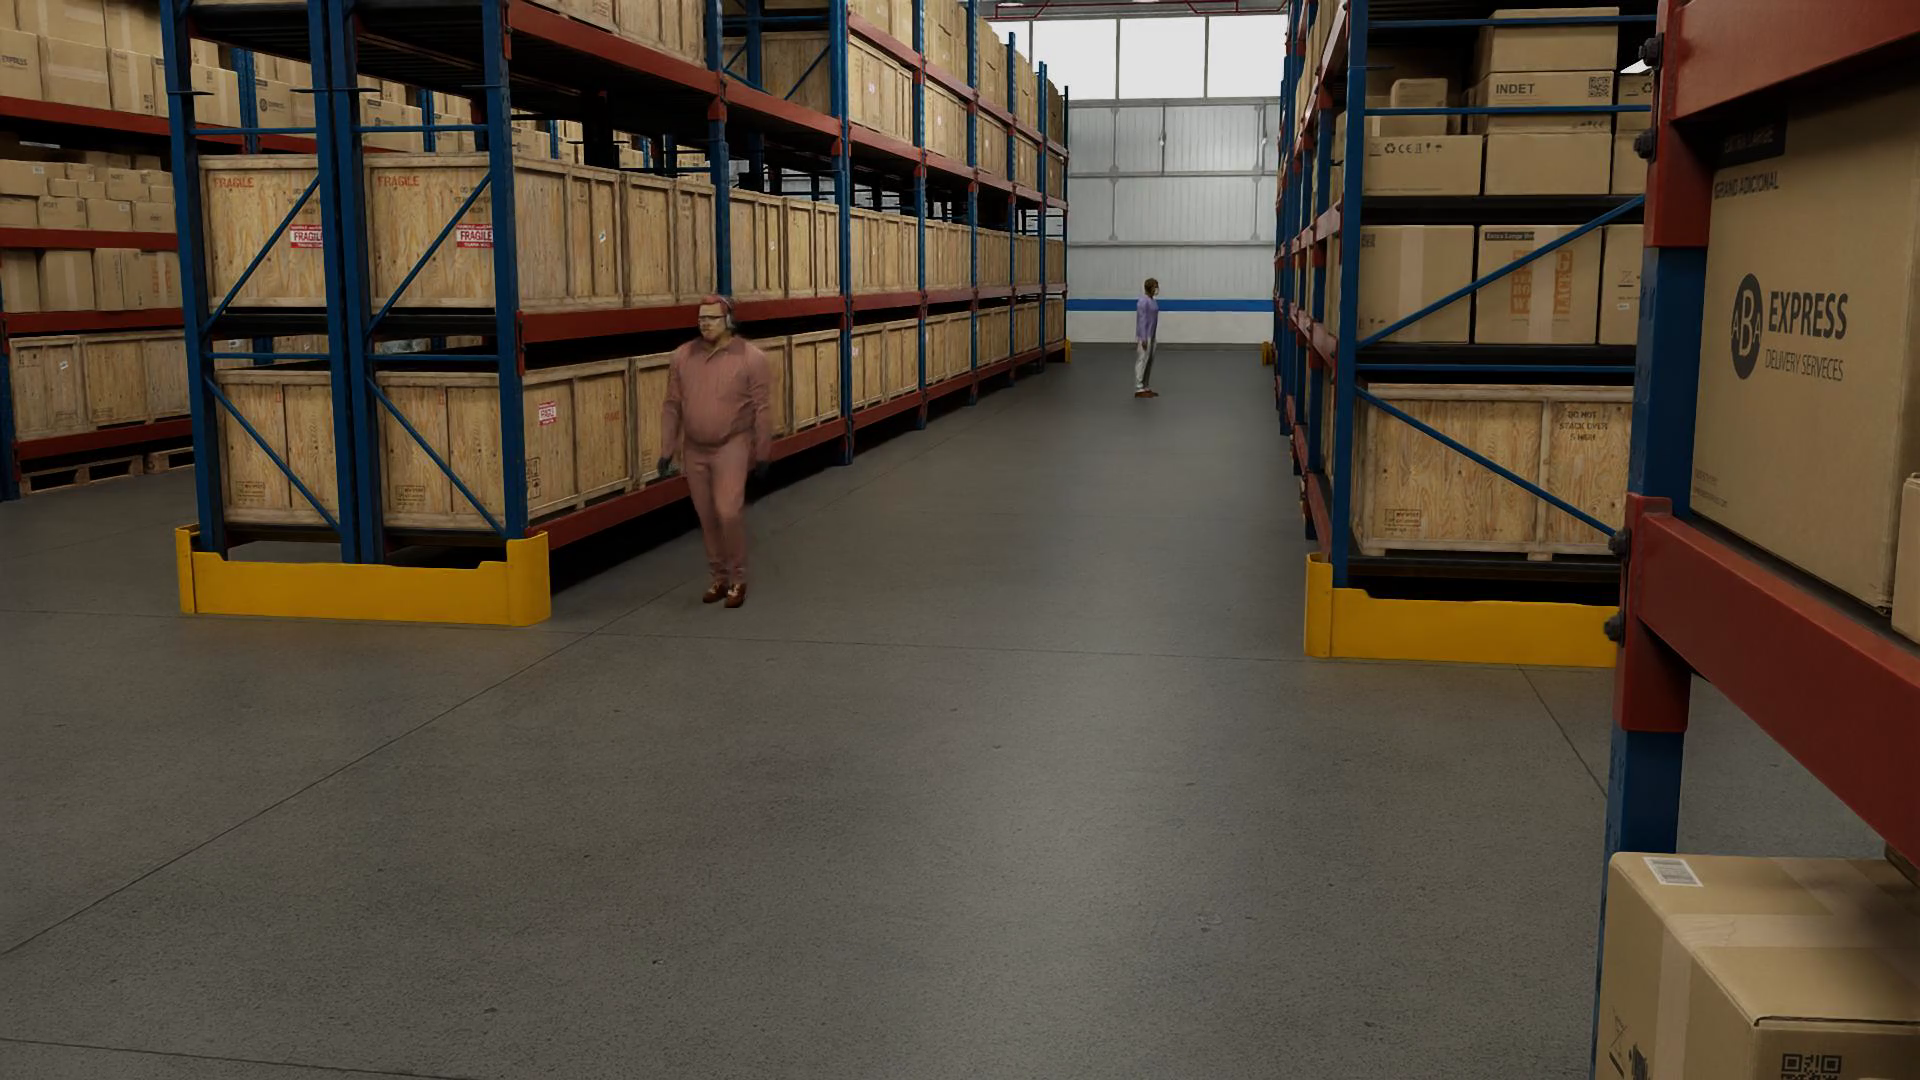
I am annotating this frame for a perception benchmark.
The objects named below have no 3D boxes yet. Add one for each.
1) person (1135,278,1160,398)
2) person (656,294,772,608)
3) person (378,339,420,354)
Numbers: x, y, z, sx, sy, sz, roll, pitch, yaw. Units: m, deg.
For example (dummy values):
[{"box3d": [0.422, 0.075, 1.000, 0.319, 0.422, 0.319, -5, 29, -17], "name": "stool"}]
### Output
[{"box3d": [3.028, -3.257, 26.852, 0.369, 1.930, 0.627, 4, 10, 24], "name": "person"}, {"box3d": [-1.507, -0.529, 10.054, 0.649, 1.888, 0.600, 3, 10, 18], "name": "person"}, {"box3d": [-6.530, -1.942, 19.406, 0.500, 1.686, 0.922, -1, 9, -7], "name": "person"}]
